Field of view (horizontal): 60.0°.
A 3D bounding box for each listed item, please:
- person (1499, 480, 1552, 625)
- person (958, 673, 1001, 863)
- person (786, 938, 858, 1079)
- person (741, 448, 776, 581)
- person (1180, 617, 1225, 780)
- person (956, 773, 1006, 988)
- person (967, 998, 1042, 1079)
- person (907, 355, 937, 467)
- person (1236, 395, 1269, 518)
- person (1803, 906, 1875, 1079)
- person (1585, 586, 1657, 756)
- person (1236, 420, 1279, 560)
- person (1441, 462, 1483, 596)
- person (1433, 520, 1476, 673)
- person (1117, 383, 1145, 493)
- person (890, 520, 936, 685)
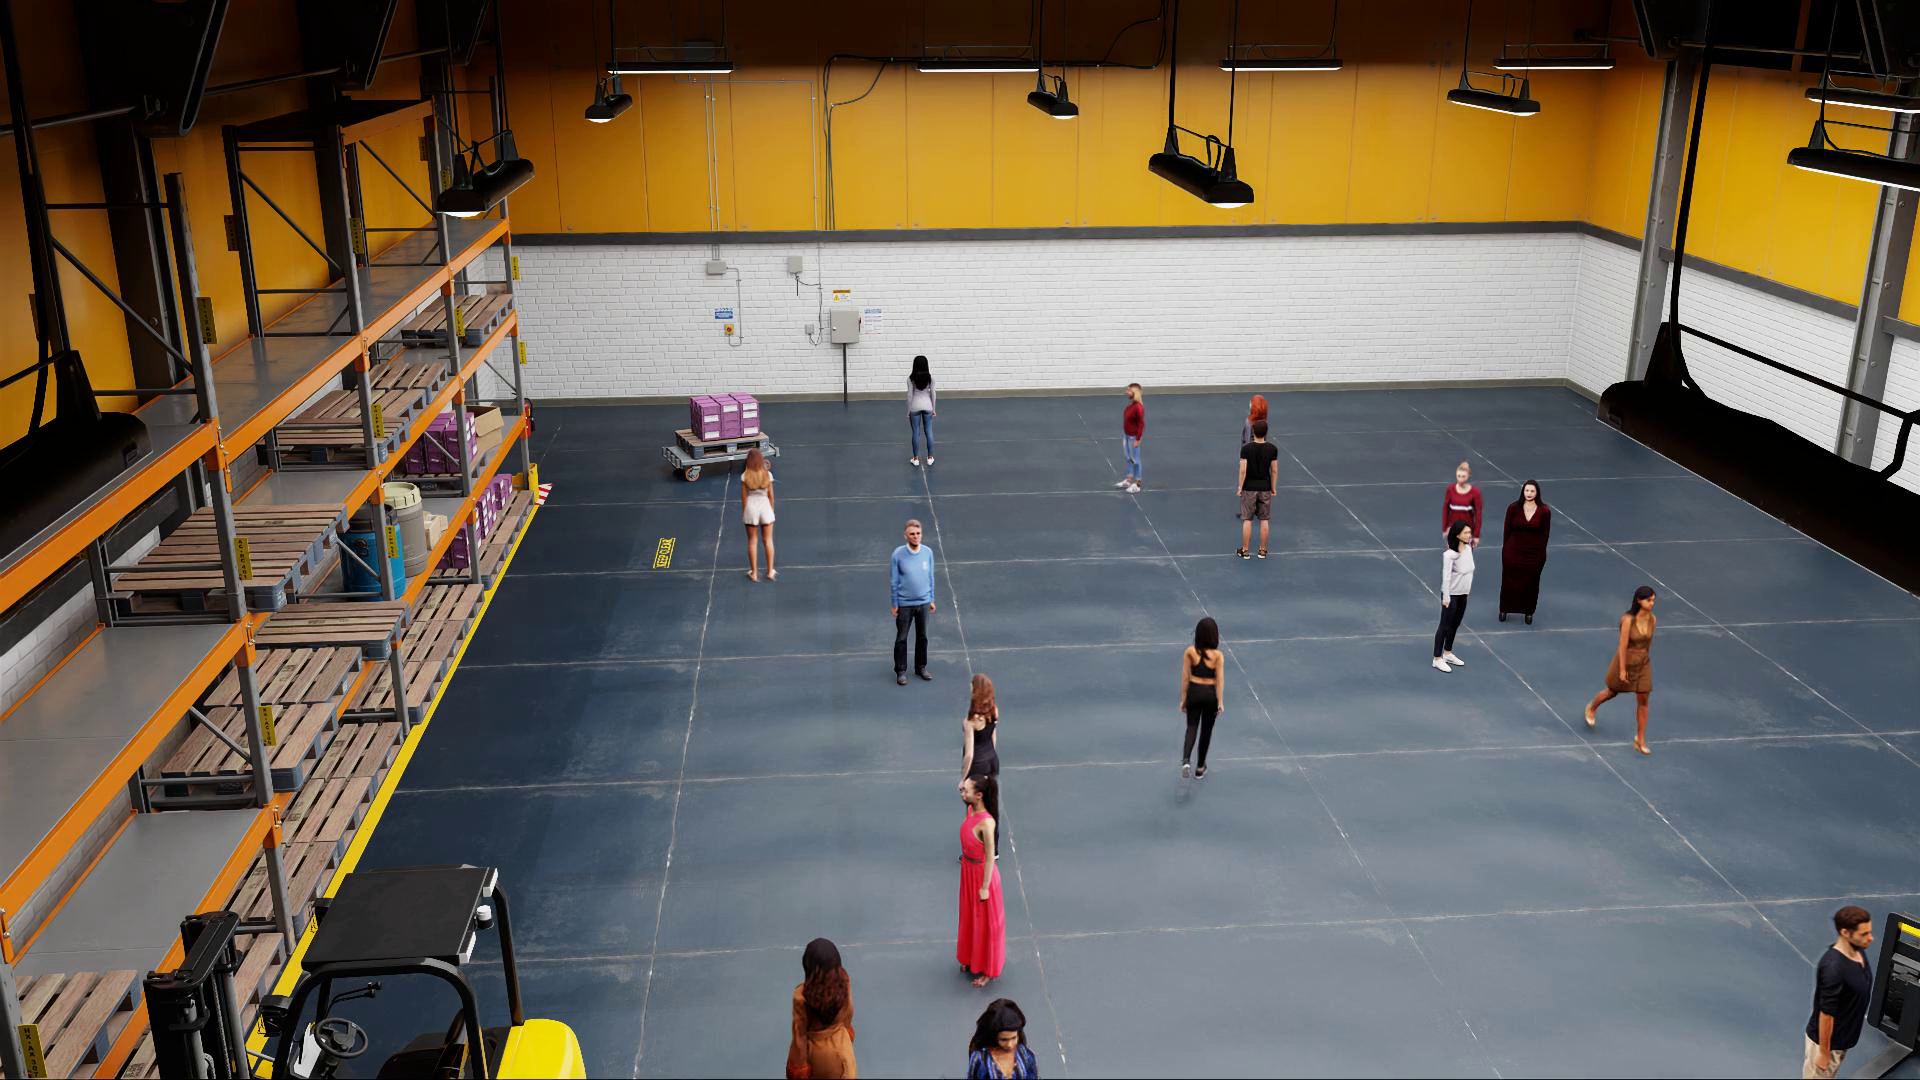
[{"bbox_3d":[6.618,0.132,19.494,0.760,1.756,0.760,6,20,18],"label":"person"},{"bbox_3d":[0.190,1.946,14.122,0.716,1.748,0.651,14,23,36],"label":"person"},{"bbox_3d":[-0.778,3.293,10.259,1.048,1.661,1.314,-11,21,-29],"label":"person"},{"bbox_3d":[-2.552,-0.338,20.986,0.574,1.696,0.563,-3,19,-9],"label":"person"},{"bbox_3d":[2.251,1.522,15.564,0.746,1.631,0.901,6,20,19],"label":"person"},{"bbox_3d":[0.143,2.528,12.429,0.735,1.726,0.598,-7,20,-20],"label":"person"},{"bbox_3d":[0.222,3.427,9.952,0.722,1.602,0.781,-7,20,-20],"label":"person"},{"bbox_3d":[-0.608,-2.028,25.943,0.626,1.735,0.543,-3,19,-10],"label":"person"},{"bbox_3d":[4.125,-1.175,23.340,0.656,1.780,0.687,-16,24,-38],"label":"person"},{"bbox_3d":[5.474,3.118,10.471,0.757,1.857,0.711,17,25,40],"label":"person"},{"bbox_3d":[6.534,1.238,16.372,0.723,1.654,1.127,-5,19,-15],"label":"person"},{"bbox_3d":[3.872,-0.669,21.707,0.663,1.862,0.569,-1,19,-3],"label":"person"},{"bbox_3d":[6.165,-0.115,20.385,0.967,1.656,1.145,9,20,24],"label":"person"},{"bbox_3d":[5.421,0.587,18.233,0.704,1.700,0.744,-17,25,-41],"label":"person"},{"bbox_3d":[2.554,-1.530,24.624,0.700,1.633,0.513,-5,19,-15],"label":"person"},{"bbox_3d":[-0.511,0.635,17.903,0.711,1.820,0.659,-7,20,-19],"label":"person"}]
